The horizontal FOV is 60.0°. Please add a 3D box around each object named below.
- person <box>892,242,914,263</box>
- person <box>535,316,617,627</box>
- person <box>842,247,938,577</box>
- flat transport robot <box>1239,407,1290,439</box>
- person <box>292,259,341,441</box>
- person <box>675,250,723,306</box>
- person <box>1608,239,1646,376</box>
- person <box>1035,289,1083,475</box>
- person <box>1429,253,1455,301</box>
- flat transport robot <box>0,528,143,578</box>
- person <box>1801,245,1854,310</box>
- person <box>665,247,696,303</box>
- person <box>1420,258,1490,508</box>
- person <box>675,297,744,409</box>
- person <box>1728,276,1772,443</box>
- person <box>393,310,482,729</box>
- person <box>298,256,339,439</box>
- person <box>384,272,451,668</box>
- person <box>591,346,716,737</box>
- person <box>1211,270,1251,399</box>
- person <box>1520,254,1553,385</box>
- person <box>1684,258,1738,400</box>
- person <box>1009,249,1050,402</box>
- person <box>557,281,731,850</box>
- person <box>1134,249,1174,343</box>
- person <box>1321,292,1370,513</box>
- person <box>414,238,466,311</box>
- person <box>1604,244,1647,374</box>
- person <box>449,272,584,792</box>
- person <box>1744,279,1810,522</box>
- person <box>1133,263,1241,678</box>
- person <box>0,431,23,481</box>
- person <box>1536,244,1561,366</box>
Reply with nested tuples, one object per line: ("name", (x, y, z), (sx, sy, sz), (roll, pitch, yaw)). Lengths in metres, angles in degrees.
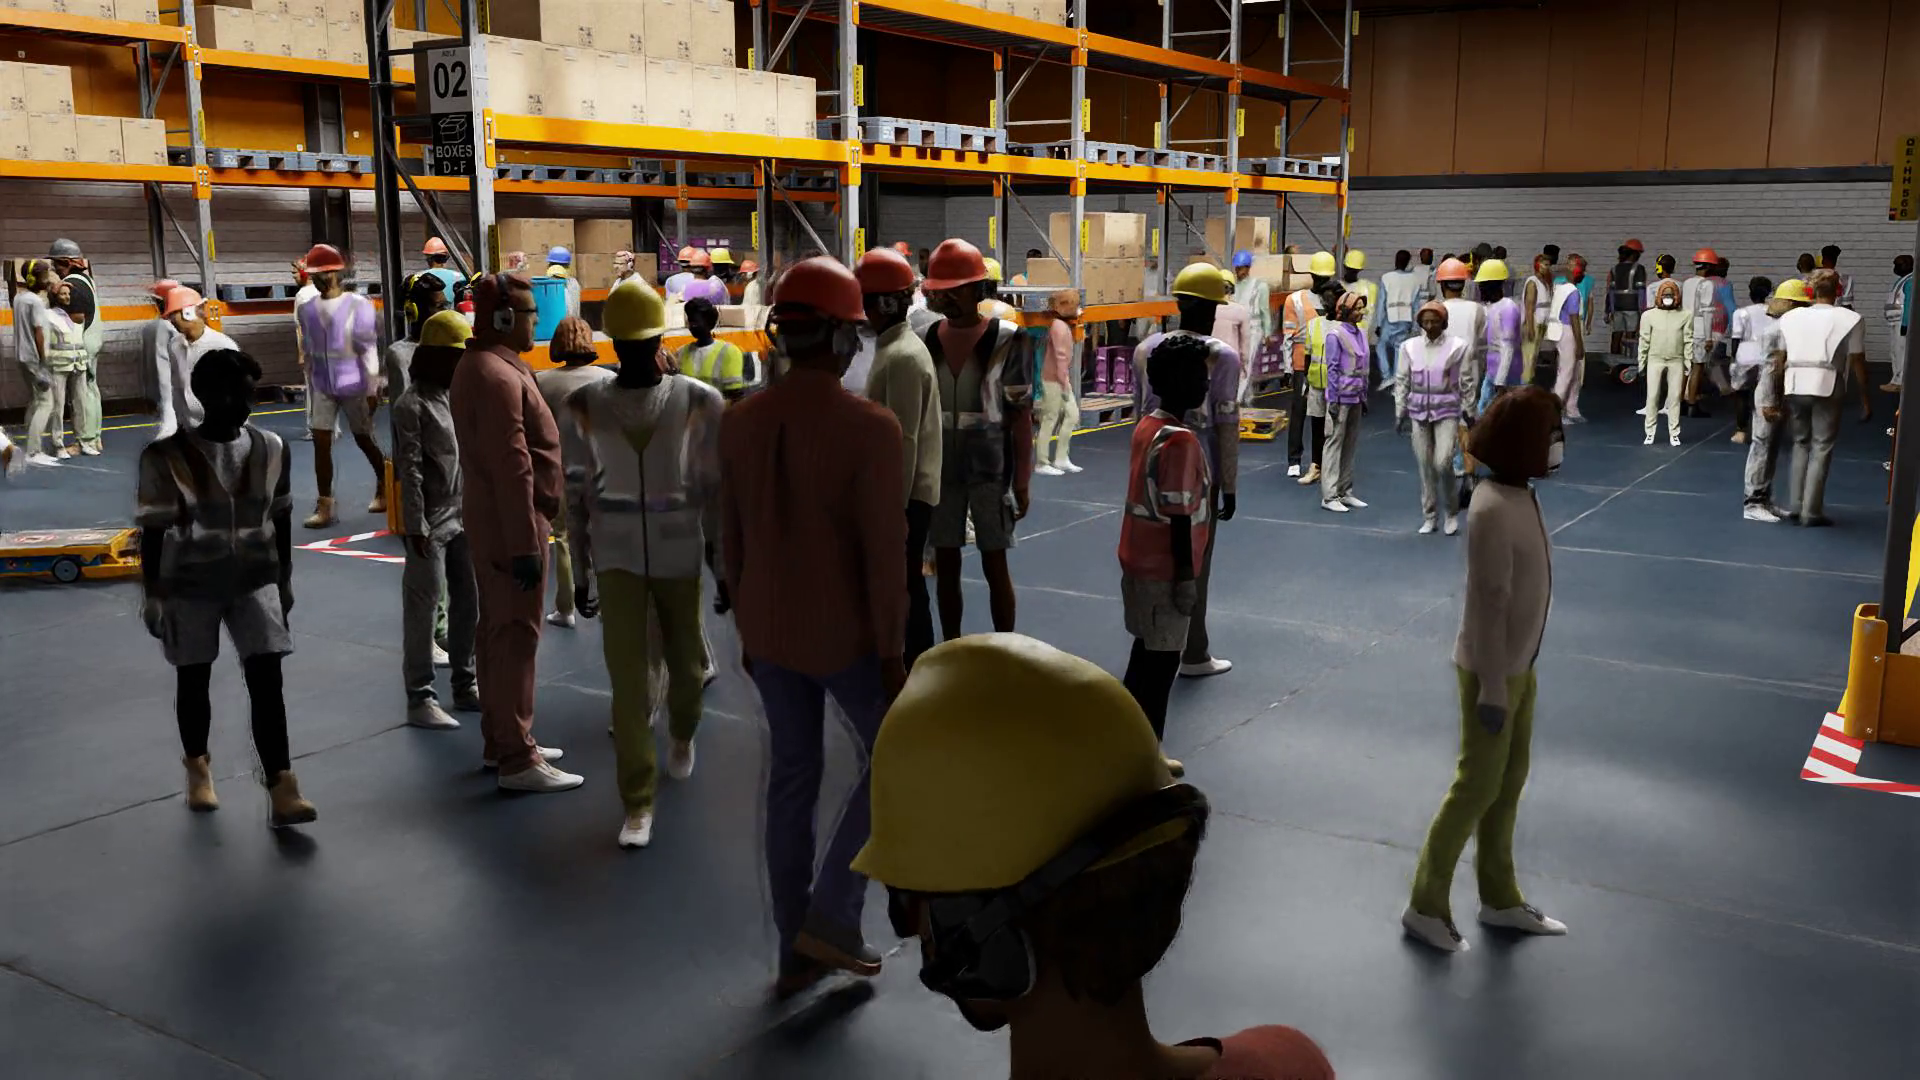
("person", (-0.801, -2.992, 22.336), (0.379, 1.996, 0.609), (3, 11, 16))
("person", (-2.003, -0.355, 8.750), (0.506, 1.630, 0.277), (-6, 12, -31))
("person", (-0.447, -0.736, 9.711), (0.693, 2.000, 1.033), (9, 14, 42))
("flat transport robot", (3.014, -1.224, 17.318), (0.652, 0.197, 1.431), (3, 11, 18))
("person", (-6.518, -1.921, 16.850), (0.384, 1.835, 0.562), (1, 10, 3))
("person", (-2.851, -2.212, 18.243), (0.543, 1.920, 0.485), (0, 10, 0))
("person", (9.964, -3.455, 24.776), (0.396, 2.038, 0.614), (-5, 11, -26))
("person", (0.882, -1.345, 14.275), (0.513, 1.601, 0.539), (2, 10, 10))
("person", (6.843, -3.111, 23.430), (0.501, 1.841, 0.349), (2, 10, 10))
("flat transport robot", (-5.656, 0.090, 10.039), (1.431, 0.197, 0.652), (-2, 11, -13))
("person", (10.588, -2.626, 20.386), (0.611, 1.965, 0.362), (5, 11, 25))
("person", (-3.353, -2.648, 20.589), (0.551, 1.934, 0.373), (2, 10, 12))
("person", (3.790, -1.204, 12.742), (0.557, 1.900, 0.911), (0, 10, 3))
("person", (-1.621, -0.774, 10.963), (0.536, 1.663, 0.827), (4, 11, 21))
("person", (7.883, -1.755, 16.371), (0.547, 1.681, 0.610), (0, 10, 3))
("person", (-2.125, -0.085, 6.962), (0.321, 1.737, 0.488), (5, 11, 26))
("person", (-6.560, -1.961, 16.966), (0.358, 1.876, 0.577), (-2, 10, -10))
("person", (-2.521, -0.334, 7.957), (0.321, 1.871, 0.532), (1, 10, 7))
("person", (-1.253, -0.029, 7.037), (0.512, 1.595, 0.864), (6, 12, 30))
("person", (2.468, -1.668, 15.712), (0.529, 1.748, 0.389), (2, 10, 10))
("person", (7.372, -2.740, 21.365), (0.387, 1.841, 0.565), (7, 12, 32))
("person", (9.640, -2.673, 21.129), (0.953, 1.789, 0.617), (-2, 10, -12))
("person", (0.880, -2.575, 20.245), (0.590, 1.917, 0.397), (-3, 11, -14))
("person", (-1.084, 0.041, 5.829), (0.595, 1.894, 0.893), (-1, 10, -8))
("person", (2.970, -3.514, 25.487), (0.418, 1.893, 0.678), (-9, 13, -40))
("person", (2.896, -1.035, 12.477), (0.306, 1.640, 0.522), (9, 13, 40))
("person", (-5.773, -2.323, 18.489), (0.615, 2.043, 0.372), (-5, 12, -28))
("person", (9.996, -3.452, 24.996), (0.374, 1.958, 0.627), (-10, 14, -43))
("person", (-1.643, -0.028, 6.158), (0.411, 1.908, 0.643), (-4, 11, -23))
("person", (5.936, -1.009, 12.052), (0.312, 1.741, 0.487), (9, 14, 41))
("person", (1.065, -0.320, 7.749), (0.580, 1.918, 0.390), (9, 14, 42))
("person", (-8.093, -1.351, 13.493), (0.733, 1.915, 0.652), (2, 10, 13))
("person", (9.450, -3.787, 26.847), (0.366, 1.957, 0.606), (3, 11, 18))
